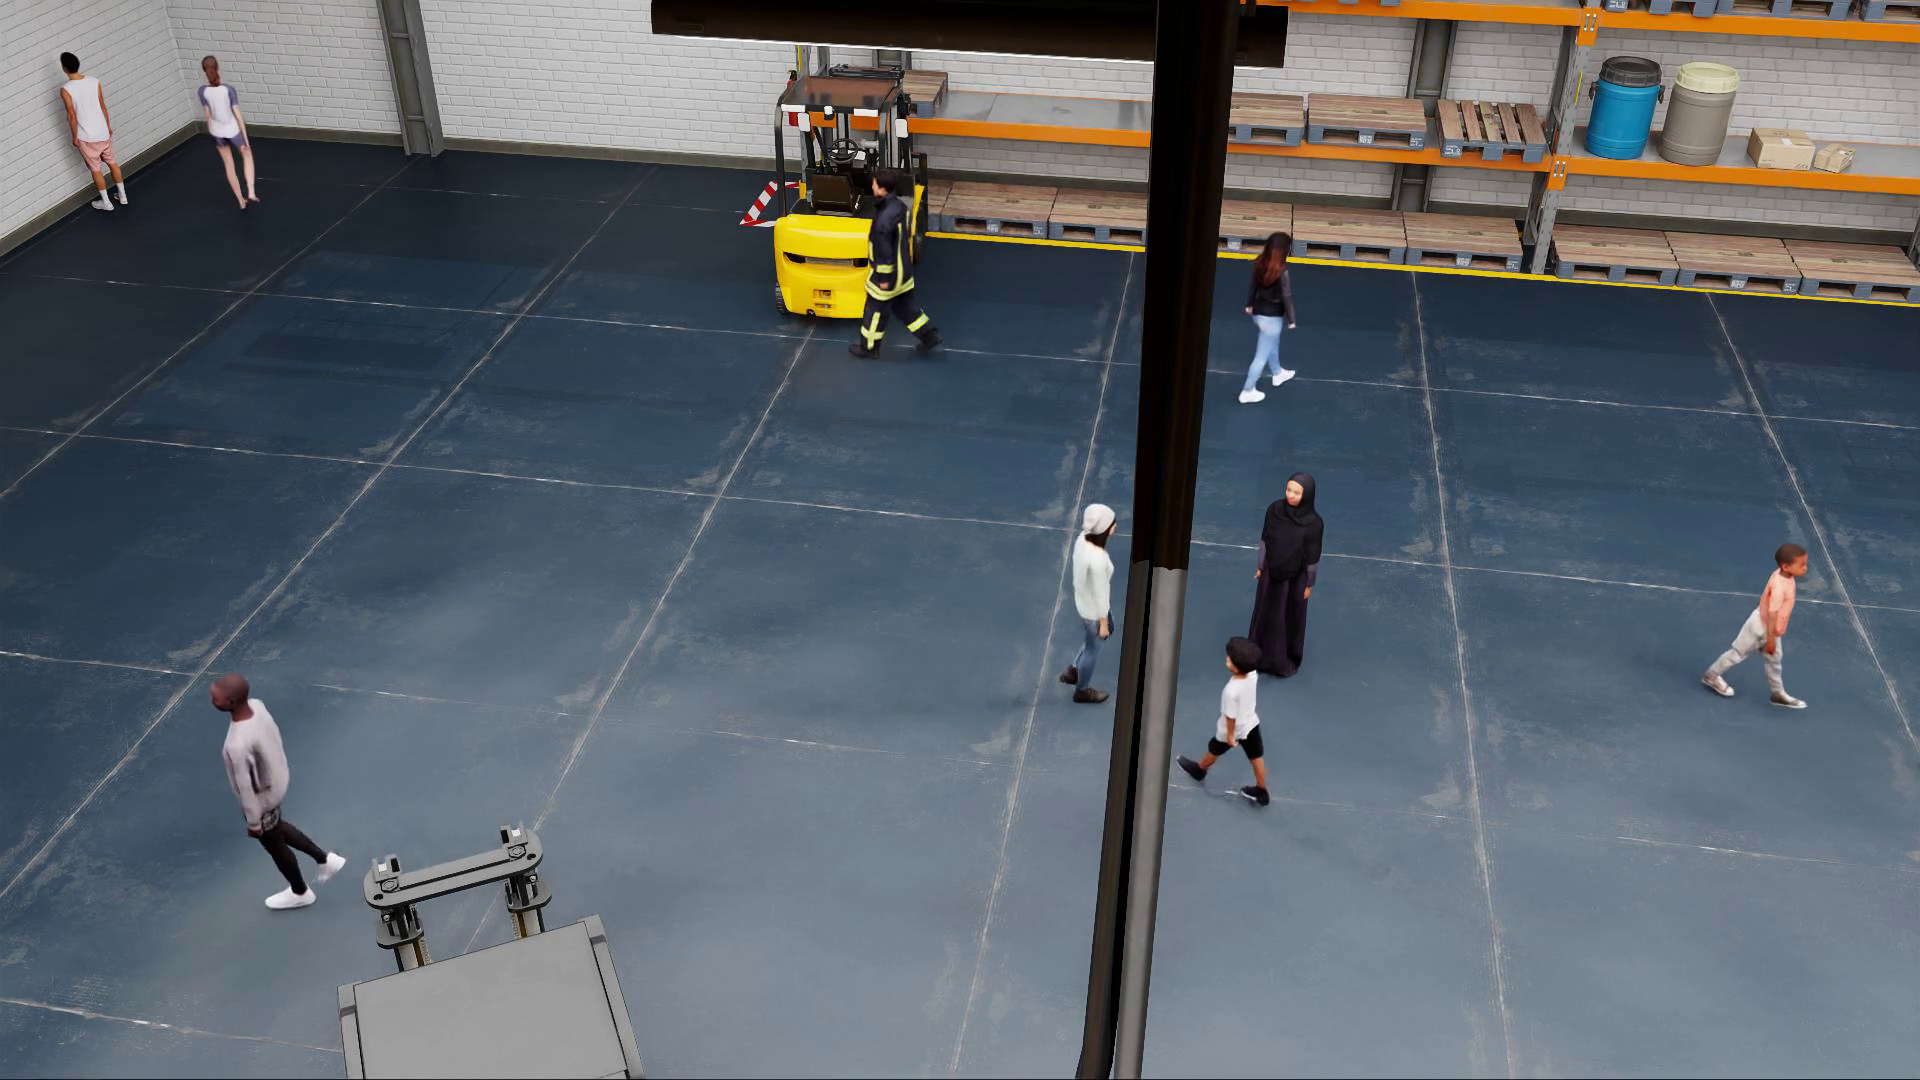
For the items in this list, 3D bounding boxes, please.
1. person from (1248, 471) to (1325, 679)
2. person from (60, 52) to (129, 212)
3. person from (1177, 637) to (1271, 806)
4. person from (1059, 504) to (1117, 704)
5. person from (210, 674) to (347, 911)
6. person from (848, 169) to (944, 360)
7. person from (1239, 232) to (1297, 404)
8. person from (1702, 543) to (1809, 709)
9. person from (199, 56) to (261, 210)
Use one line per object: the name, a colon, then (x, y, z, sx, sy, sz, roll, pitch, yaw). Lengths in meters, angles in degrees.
person: (2.301, 0.223, 11.700, 0.664, 1.614, 0.759, 23, 40, 30)
person: (-9.842, -4.635, 18.847, 0.699, 1.792, 0.714, 19, 38, 26)
person: (1.836, 1.181, 10.610, 0.945, 1.223, 0.799, 28, 43, 35)
person: (0.829, 0.451, 11.337, 0.738, 1.635, 0.700, -6, 34, -9)
person: (-3.953, 1.469, 9.690, 0.819, 1.762, 0.742, -4, 34, -6)
person: (-0.578, -2.548, 15.611, 1.168, 1.899, 0.850, 9, 35, 13)
person: (2.721, -1.988, 15.027, 1.058, 1.612, 0.950, -15, 36, -21)
person: (5.494, 0.571, 11.479, 0.977, 1.279, 0.797, 25, 41, 32)
person: (-8.273, -4.550, 18.751, 0.669, 1.757, 0.736, -7, 34, -11)
